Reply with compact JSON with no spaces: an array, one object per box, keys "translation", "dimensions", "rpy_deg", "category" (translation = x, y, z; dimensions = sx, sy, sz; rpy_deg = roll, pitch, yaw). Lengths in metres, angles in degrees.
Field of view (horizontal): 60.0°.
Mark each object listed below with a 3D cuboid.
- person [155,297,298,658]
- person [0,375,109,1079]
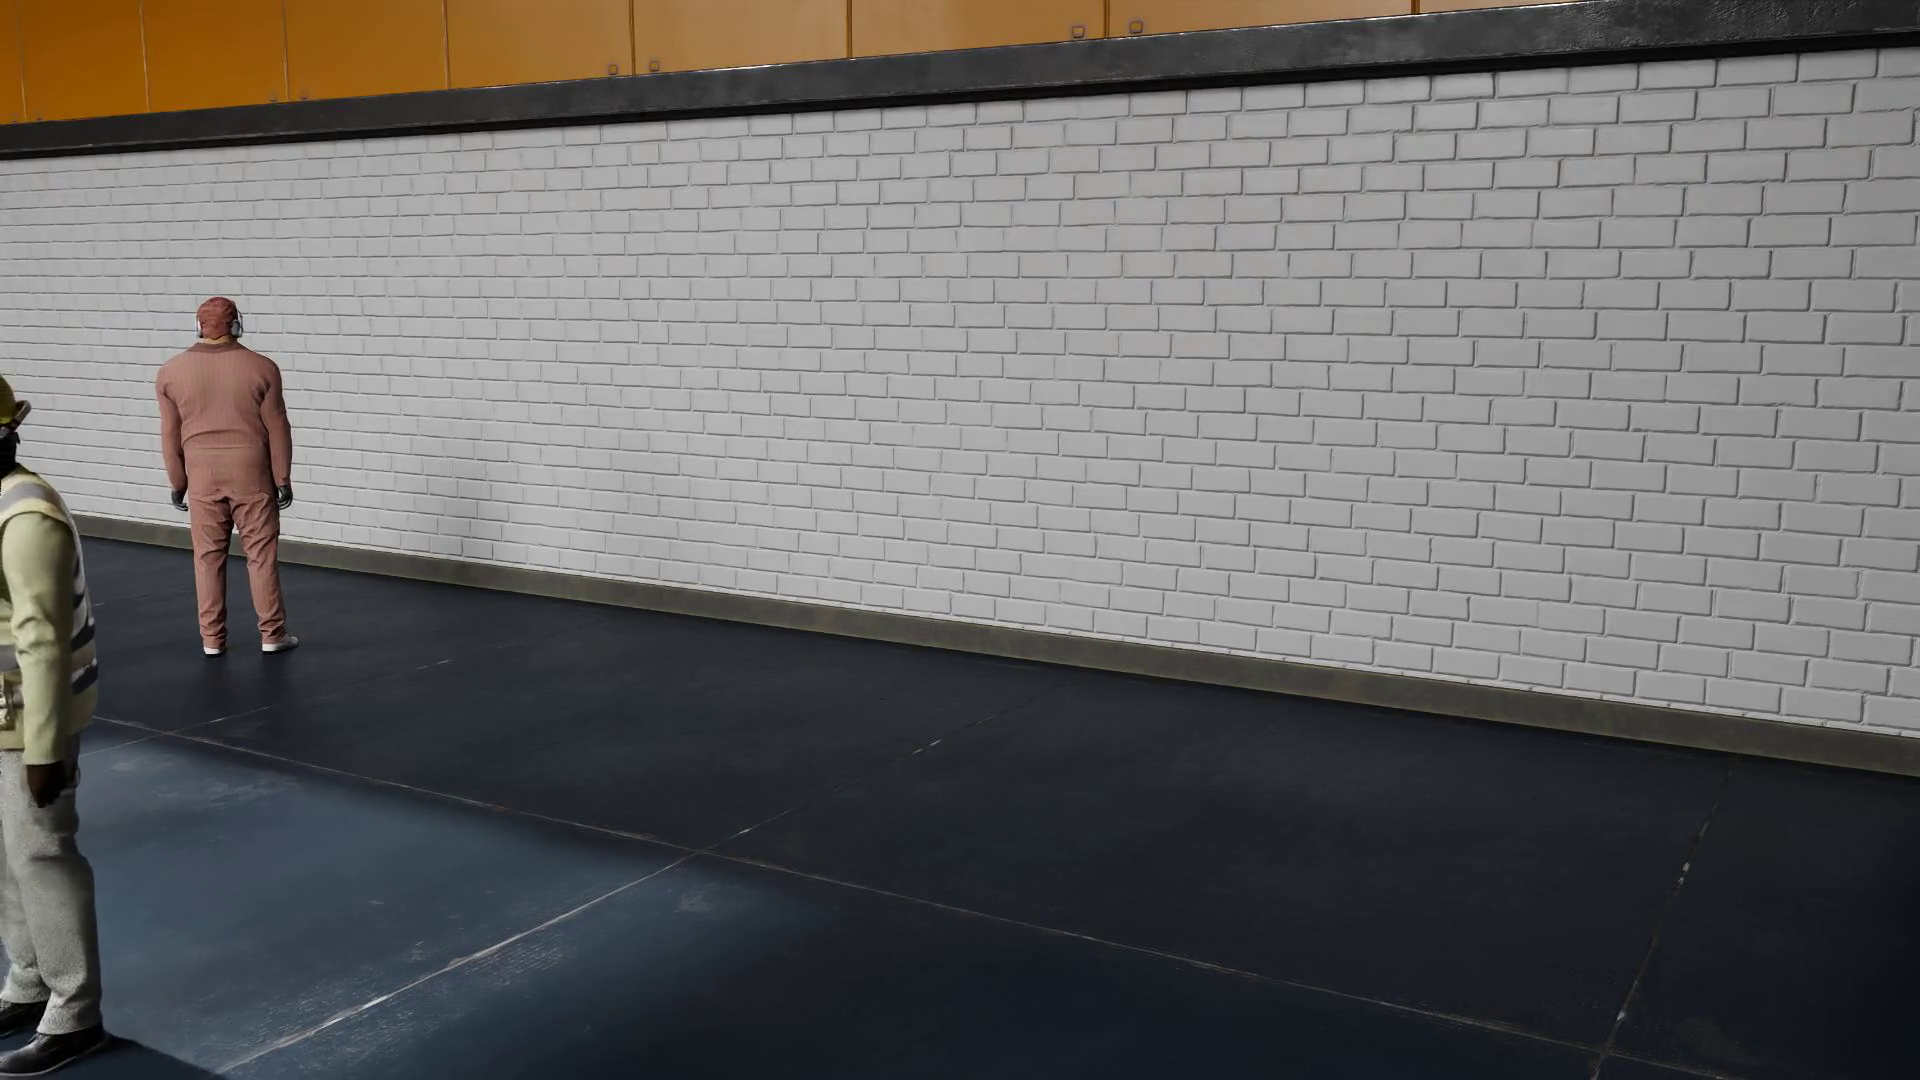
[{"translation":[-3.846,-0.325,8.787],"dimensions":[0.638,1.902,0.407],"rpy_deg":[-2,9,-9],"category":"person"},{"translation":[-2.409,0.450,4.206],"dimensions":[0.416,1.820,0.611],"rpy_deg":[-8,12,-42],"category":"person"}]
